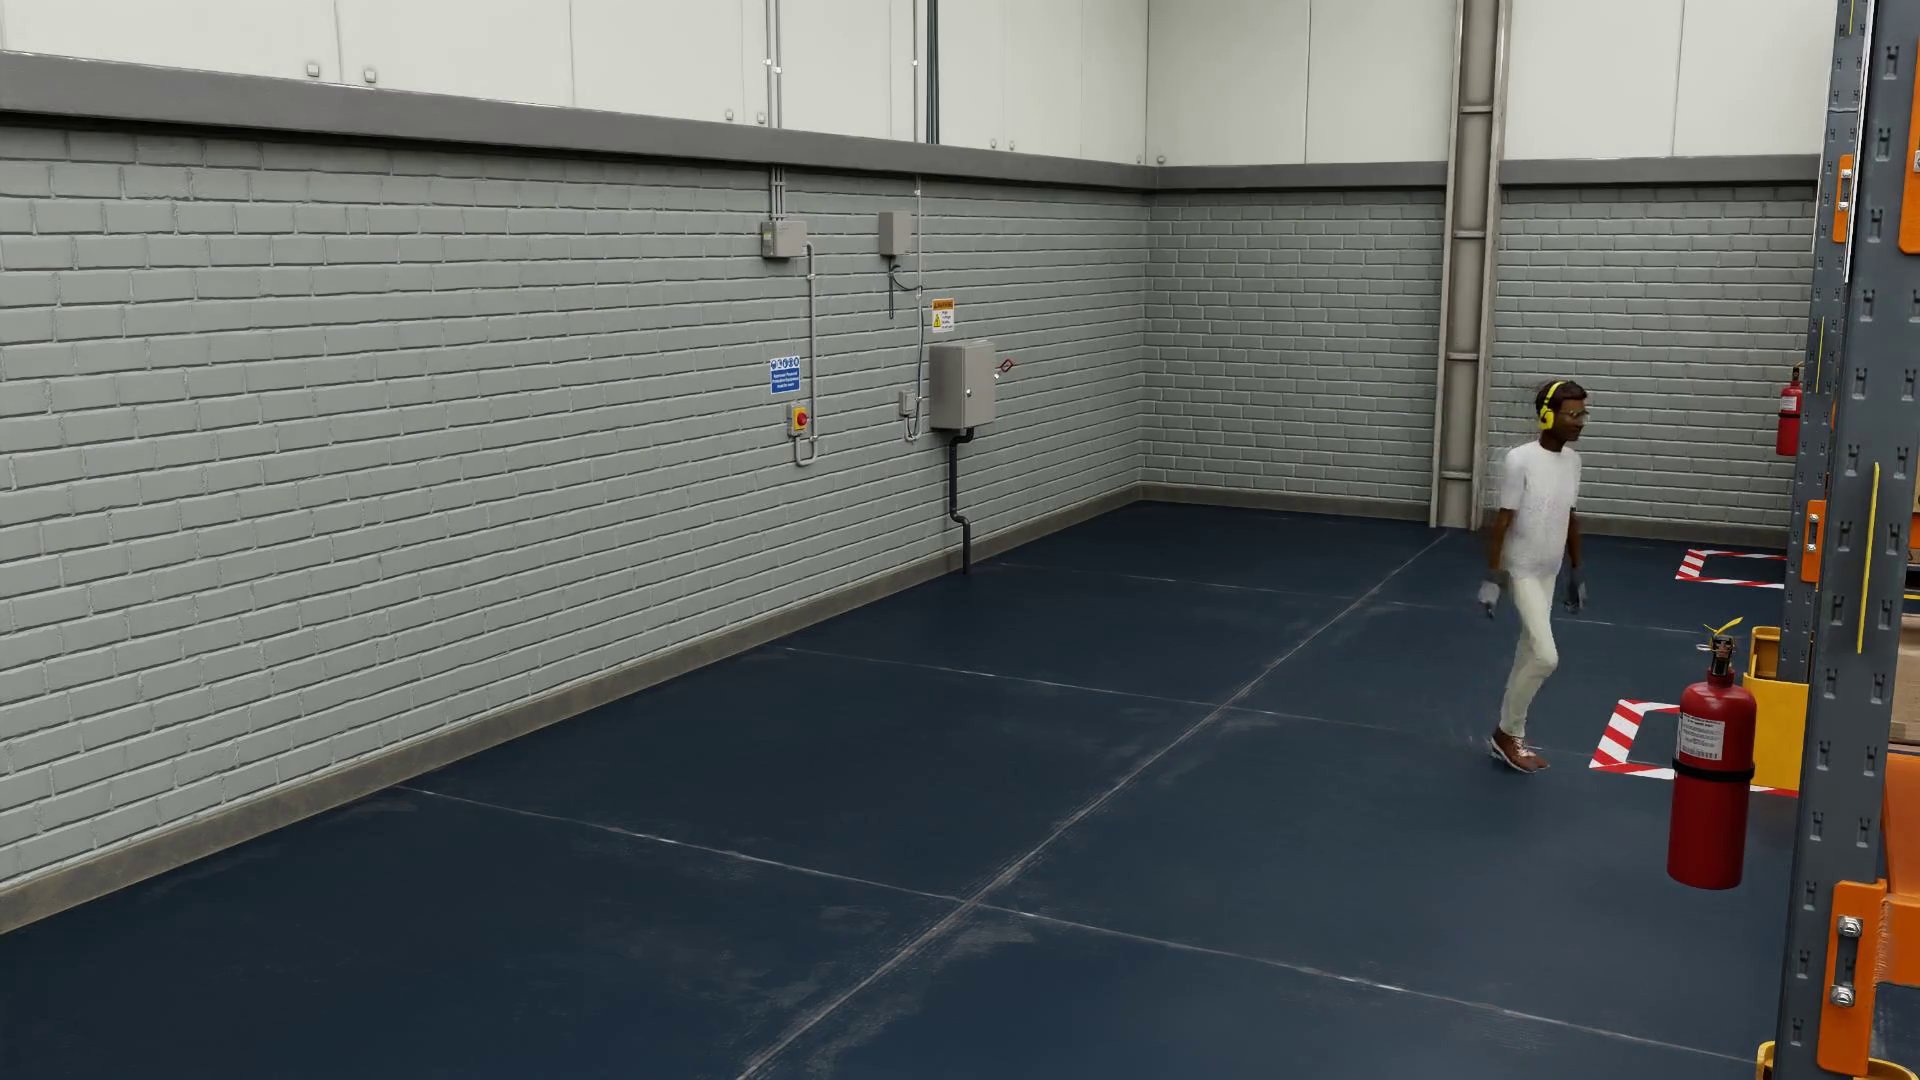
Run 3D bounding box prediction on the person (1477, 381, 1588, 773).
[{"bbox_3d":[2.702,0.183,7.753,0.569,1.851,0.499,-7,13,-35],"label":"person"}]
